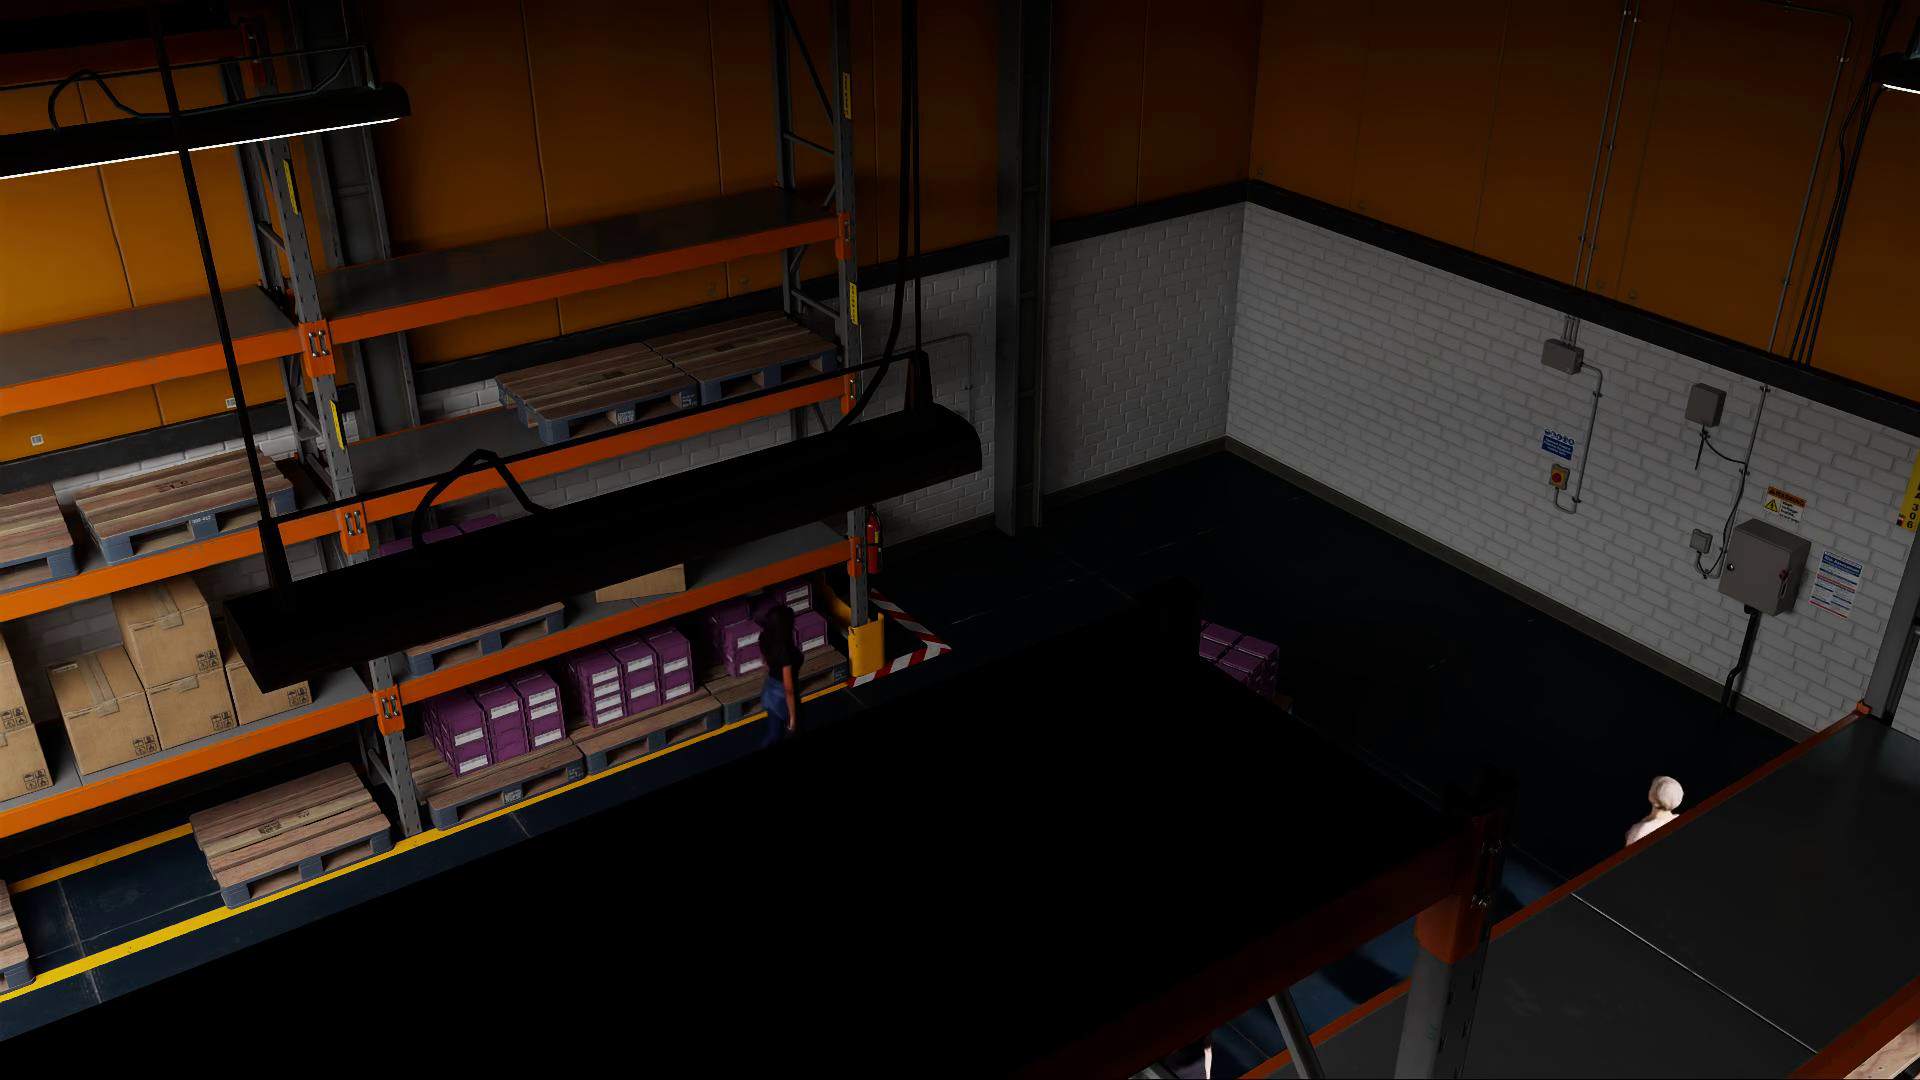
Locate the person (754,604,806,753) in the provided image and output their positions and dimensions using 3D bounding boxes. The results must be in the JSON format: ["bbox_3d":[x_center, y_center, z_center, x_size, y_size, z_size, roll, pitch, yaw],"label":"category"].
[{"bbox_3d":[-1.413,1.266,12.510,0.931,1.725,0.607,-21,35,-34],"label":"person"}]

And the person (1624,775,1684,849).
[{"bbox_3d":[4.445,2.285,10.703,0.999,1.667,0.808,-11,30,-19],"label":"person"}]

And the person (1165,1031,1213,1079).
[{"bbox_3d":[1.198,3.004,9.301,0.564,1.748,0.702,-8,30,-14],"label":"person"}]
